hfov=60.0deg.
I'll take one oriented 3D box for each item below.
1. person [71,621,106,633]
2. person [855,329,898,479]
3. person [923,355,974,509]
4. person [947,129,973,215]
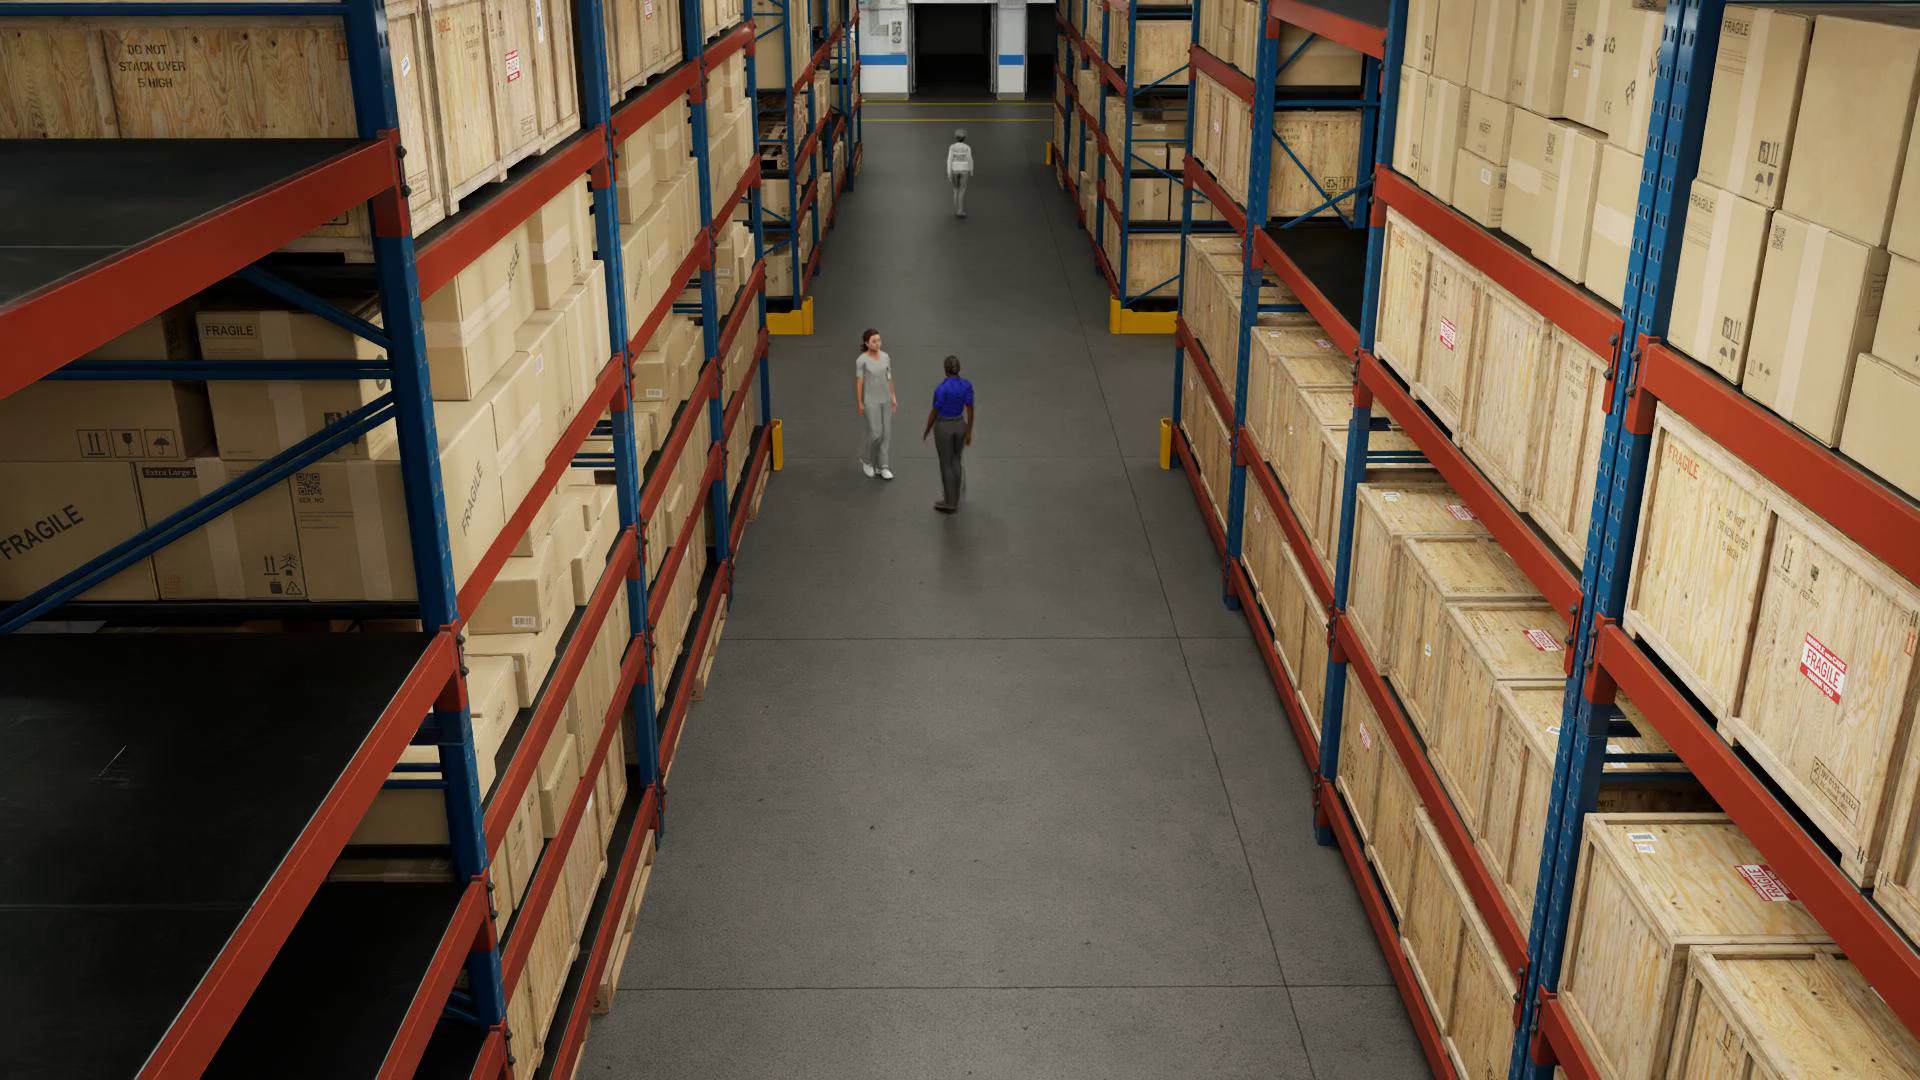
[{"bbox_3d":[-6.563,0.821,12.651,0.411,1.603,0.355,2,22,5],"label":"person"},{"bbox_3d":[-0.906,-1.513,18.452,0.455,1.671,0.453,-16,26,-35],"label":"person"},{"bbox_3d":[-0.138,-1.150,17.548,0.465,1.679,0.490,-15,26,-33],"label":"person"},{"bbox_3d":[0.026,-7.372,33.257,0.487,1.675,0.759,7,23,17],"label":"person"}]
